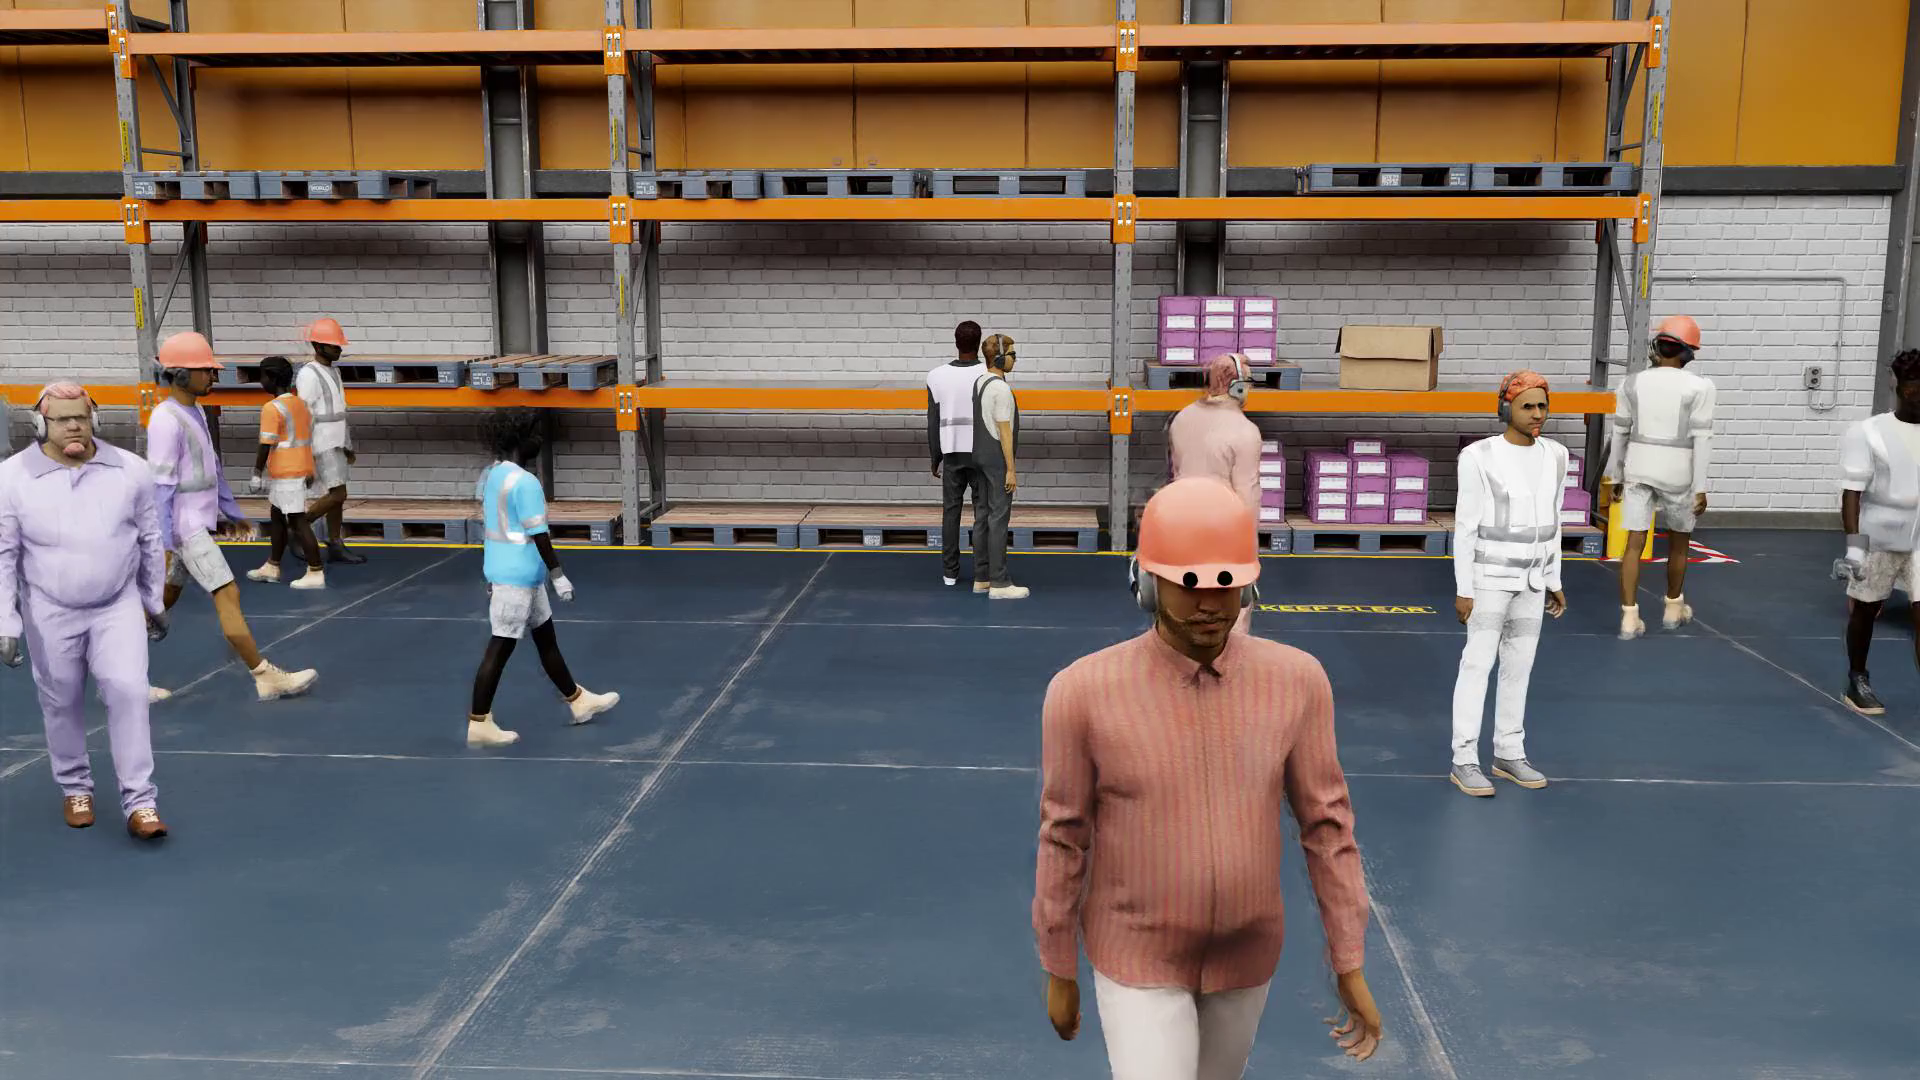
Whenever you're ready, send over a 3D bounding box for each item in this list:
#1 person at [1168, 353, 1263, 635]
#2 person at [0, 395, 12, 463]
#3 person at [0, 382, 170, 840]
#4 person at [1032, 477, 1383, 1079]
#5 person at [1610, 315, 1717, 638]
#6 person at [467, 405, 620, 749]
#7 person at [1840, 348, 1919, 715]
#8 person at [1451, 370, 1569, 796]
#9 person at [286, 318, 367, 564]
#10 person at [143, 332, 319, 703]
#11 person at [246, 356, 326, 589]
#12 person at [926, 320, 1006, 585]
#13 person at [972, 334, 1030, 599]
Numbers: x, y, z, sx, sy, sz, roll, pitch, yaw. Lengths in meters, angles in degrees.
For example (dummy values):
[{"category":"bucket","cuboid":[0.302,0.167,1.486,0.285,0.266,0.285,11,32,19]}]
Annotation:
[{"category":"person","cuboid":[1.325,-0.040,8.731,0.591,1.883,0.651,-7,12,-34]},{"category":"person","cuboid":[-6.502,-0.387,10.954,0.477,1.816,0.630,-1,10,-6]},{"category":"person","cuboid":[-3.539,0.308,6.738,0.679,1.869,0.910,-7,12,-35]},{"category":"person","cuboid":[0.505,0.855,3.279,0.630,1.945,0.973,-3,10,-15]},{"category":"person","cuboid":[4.452,-0.405,10.510,0.642,2.001,0.914,8,13,40]},{"category":"person","cuboid":[-2.064,0.171,8.153,0.857,1.658,0.542,-5,11,-26]},{"category":"person","cuboid":[4.755,0.012,8.339,0.627,1.911,0.977,1,10,7]},{"category":"person","cuboid":[2.439,0.190,7.384,0.581,1.882,0.339,-4,10,-21]},{"category":"person","cuboid":[-4.873,-0.734,12.720,0.525,1.918,0.566,0,10,-3]},{"category":"person","cuboid":[-4.057,-0.095,8.782,1.077,1.992,0.628,-3,10,-17]},{"category":"person","cuboid":[-4.909,-0.472,11.897,0.750,1.667,0.546,0,10,0]},{"category":"person","cuboid":[0.054,-0.616,12.015,0.592,1.916,0.392,2,10,10]},{"category":"person","cuboid":[0.260,-0.513,11.617,0.346,1.846,0.506,-4,11,-24]}]
